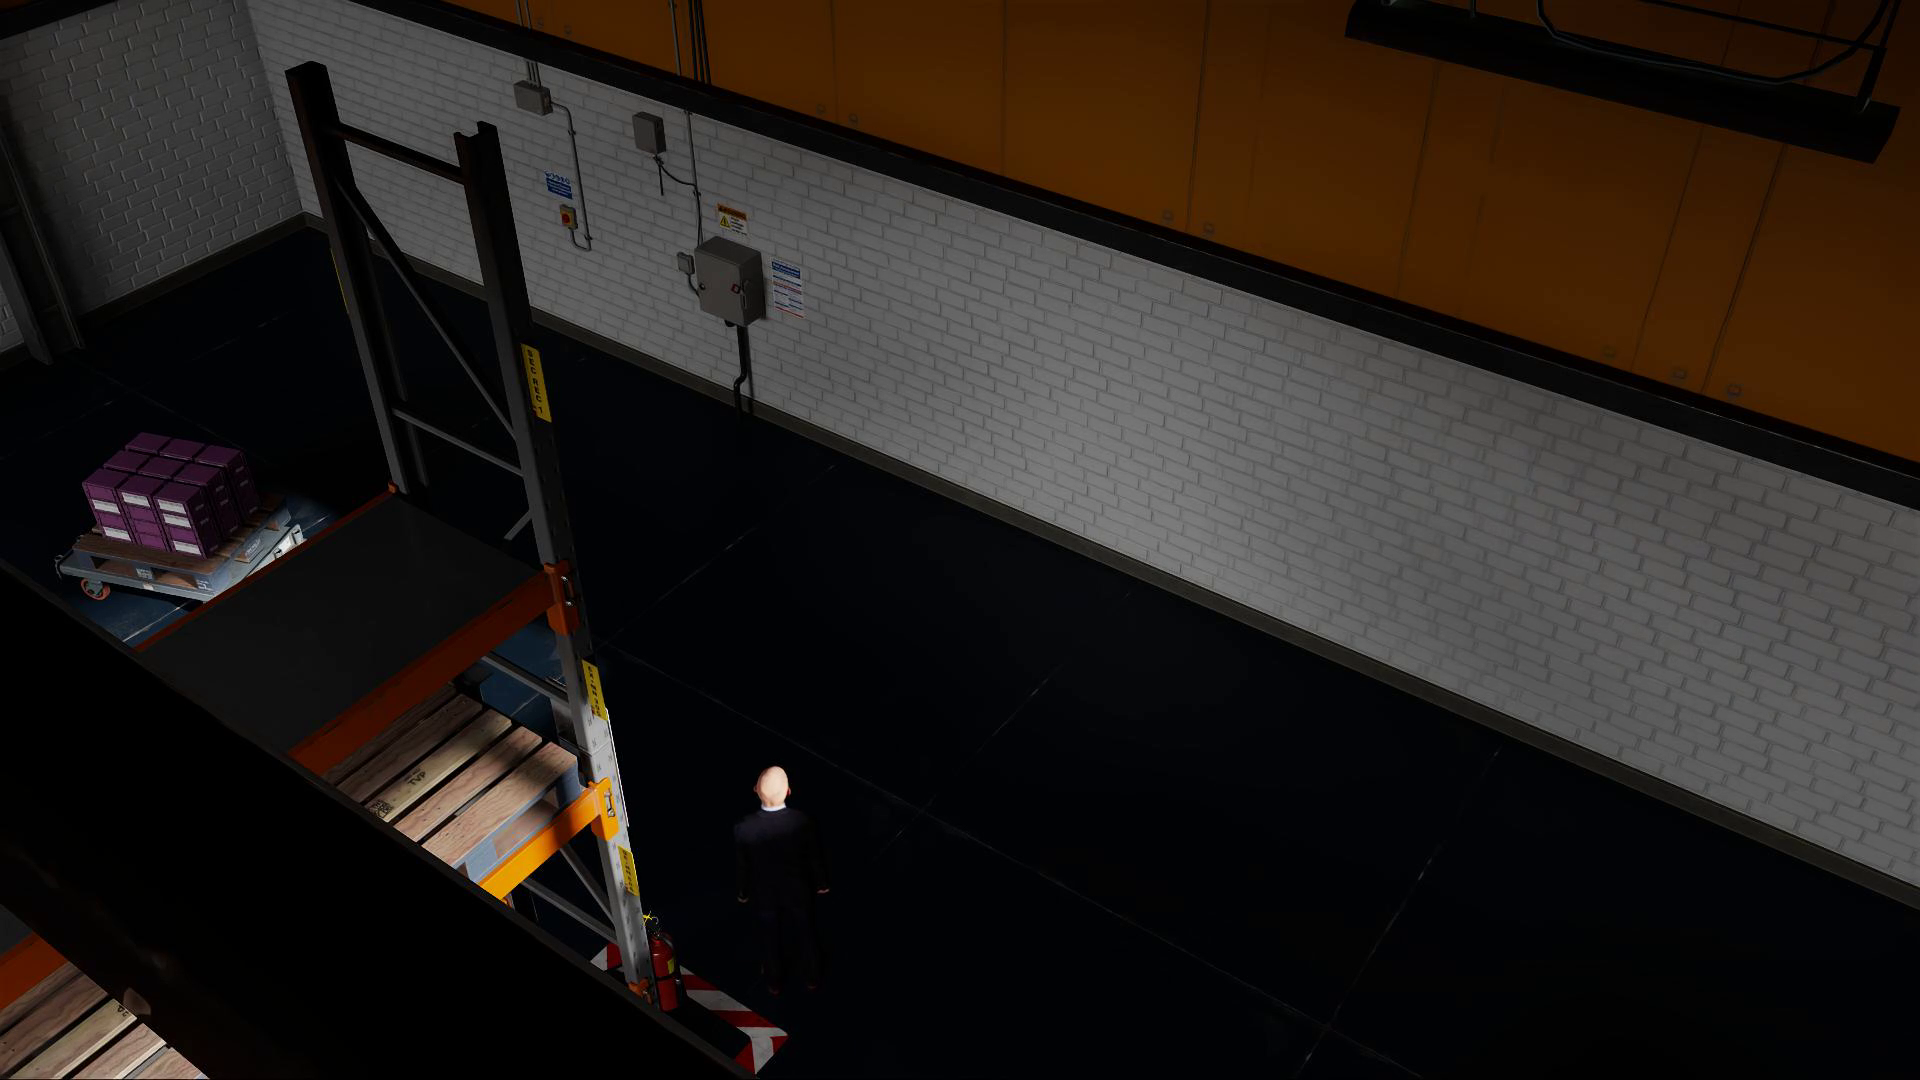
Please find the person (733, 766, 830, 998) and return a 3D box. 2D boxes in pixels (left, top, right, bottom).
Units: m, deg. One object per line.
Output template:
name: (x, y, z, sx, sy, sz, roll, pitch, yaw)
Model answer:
person: (-1.032, 1.990, 9.620, 0.762, 1.798, 0.800, -4, 39, -5)
